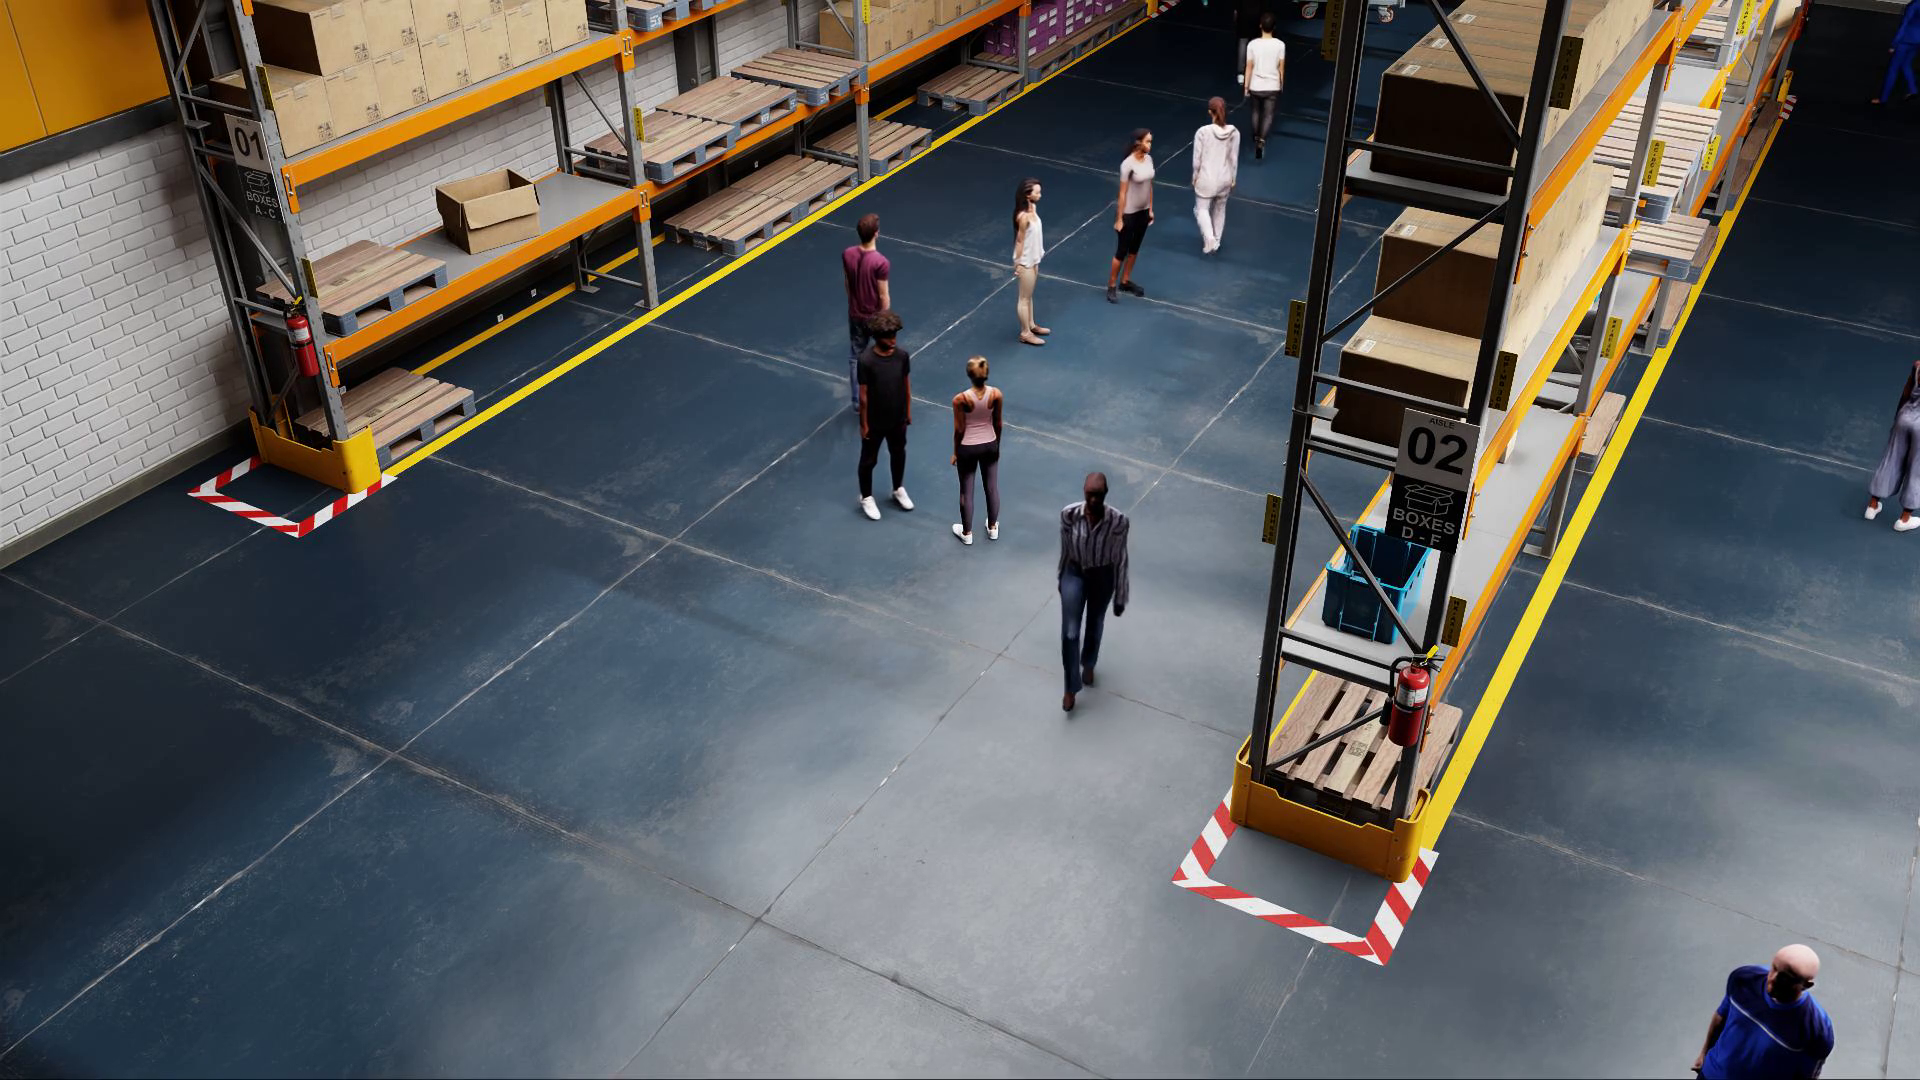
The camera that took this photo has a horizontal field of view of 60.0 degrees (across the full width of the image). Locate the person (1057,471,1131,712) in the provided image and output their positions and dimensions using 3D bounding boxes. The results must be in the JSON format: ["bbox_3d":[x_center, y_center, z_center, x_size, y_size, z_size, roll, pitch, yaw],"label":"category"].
[{"bbox_3d":[0.892,0.248,11.387,0.837,1.774,0.969,5,34,8],"label":"person"}]

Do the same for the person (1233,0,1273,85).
[{"bbox_3d":[3.881,-6.970,22.295,0.956,1.720,1.257,4,34,6],"label":"person"}]

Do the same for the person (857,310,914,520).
[{"bbox_3d":[-0.614,-1.029,13.304,0.675,1.778,0.773,-16,37,-23],"label":"person"}]

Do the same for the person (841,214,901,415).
[{"bbox_3d":[-0.850,-1.946,14.636,0.692,1.831,0.824,15,36,21],"label":"person"}]

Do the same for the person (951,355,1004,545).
[{"bbox_3d":[0.142,-0.715,12.941,0.642,1.657,0.707,-10,35,-14],"label":"person"}]

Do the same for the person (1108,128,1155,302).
[{"bbox_3d":[1.709,-3.276,16.725,0.615,1.735,0.862,-20,39,-28],"label":"person"}]

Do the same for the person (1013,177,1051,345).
[{"bbox_3d":[0.630,-2.683,15.906,0.674,1.653,0.610,-6,34,-9],"label":"person"}]

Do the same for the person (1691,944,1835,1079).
[{"bbox_3d":[3.713,2.567,7.837,0.743,1.842,0.756,-20,38,-27],"label":"person"}]

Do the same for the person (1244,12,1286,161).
[{"bbox_3d":[3.667,-5.450,20.029,0.790,1.697,1.131,9,35,14],"label":"person"}]

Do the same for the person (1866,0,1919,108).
[{"bbox_3d":[12.299,-6.391,21.450,0.868,1.692,0.907,-19,38,-26],"label":"person"}]

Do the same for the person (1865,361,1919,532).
[{"bbox_3d":[7.581,-0.875,13.146,0.637,1.697,0.648,-23,40,-30],"label":"person"}]

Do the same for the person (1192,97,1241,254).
[{"bbox_3d":[2.688,-3.797,17.567,0.880,1.668,0.980,0,34,-1],"label":"person"}]
